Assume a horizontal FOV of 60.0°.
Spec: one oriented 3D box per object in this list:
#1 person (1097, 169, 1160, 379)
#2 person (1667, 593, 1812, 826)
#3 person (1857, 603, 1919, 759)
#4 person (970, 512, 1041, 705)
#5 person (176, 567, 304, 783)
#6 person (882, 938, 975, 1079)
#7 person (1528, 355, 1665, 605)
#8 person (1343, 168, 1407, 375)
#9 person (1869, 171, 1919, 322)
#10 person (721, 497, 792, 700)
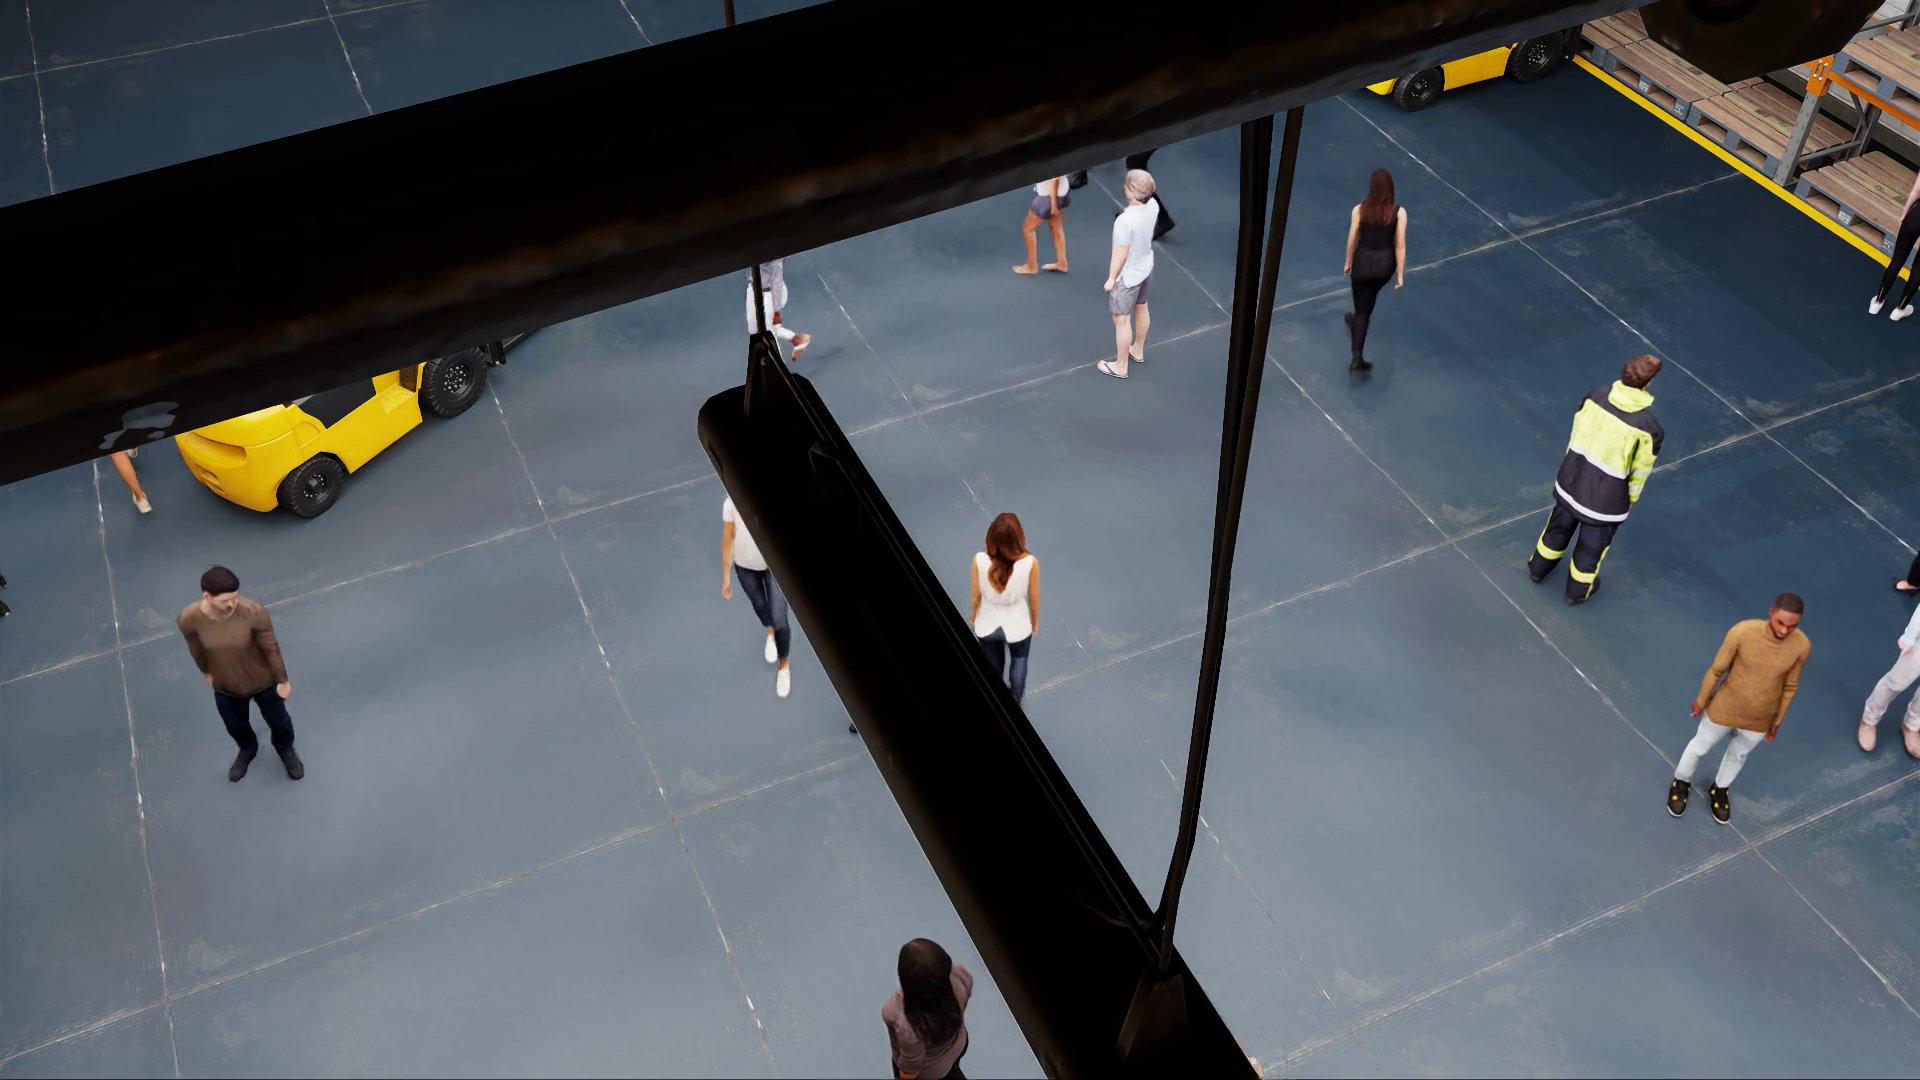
[{"bbox_3d":[1.359,-2.107,13.091,0.715,1.832,0.729,30,51,27],"label":"person"},{"bbox_3d":[4.641,0.971,9.871,0.724,1.817,0.759,9,44,9],"label":"person"},{"bbox_3d":[6.045,0.596,10.214,0.751,1.887,0.764,6,44,6],"label":"person"},{"bbox_3d":[0.257,0.587,10.305,0.710,1.774,0.757,4,44,4],"label":"person"},{"bbox_3d":[-4.339,0.794,10.038,0.828,1.844,0.712,1,44,1],"label":"person"},{"bbox_3d":[-0.131,2.542,8.207,0.756,1.837,0.744,27,50,26],"label":"person"},{"bbox_3d":[4.312,-0.426,11.220,0.884,1.980,0.683,-30,51,-28],"label":"person"},{"bbox_3d":[3.277,-2.088,13.214,1.000,1.636,1.215,9,44,9],"label":"person"},{"bbox_3d":[7.941,-2.593,13.668,0.592,1.740,0.720,31,52,29],"label":"person"},{"bbox_3d":[-1.275,0.117,10.786,0.834,1.792,0.951,3,44,3],"label":"person"}]
